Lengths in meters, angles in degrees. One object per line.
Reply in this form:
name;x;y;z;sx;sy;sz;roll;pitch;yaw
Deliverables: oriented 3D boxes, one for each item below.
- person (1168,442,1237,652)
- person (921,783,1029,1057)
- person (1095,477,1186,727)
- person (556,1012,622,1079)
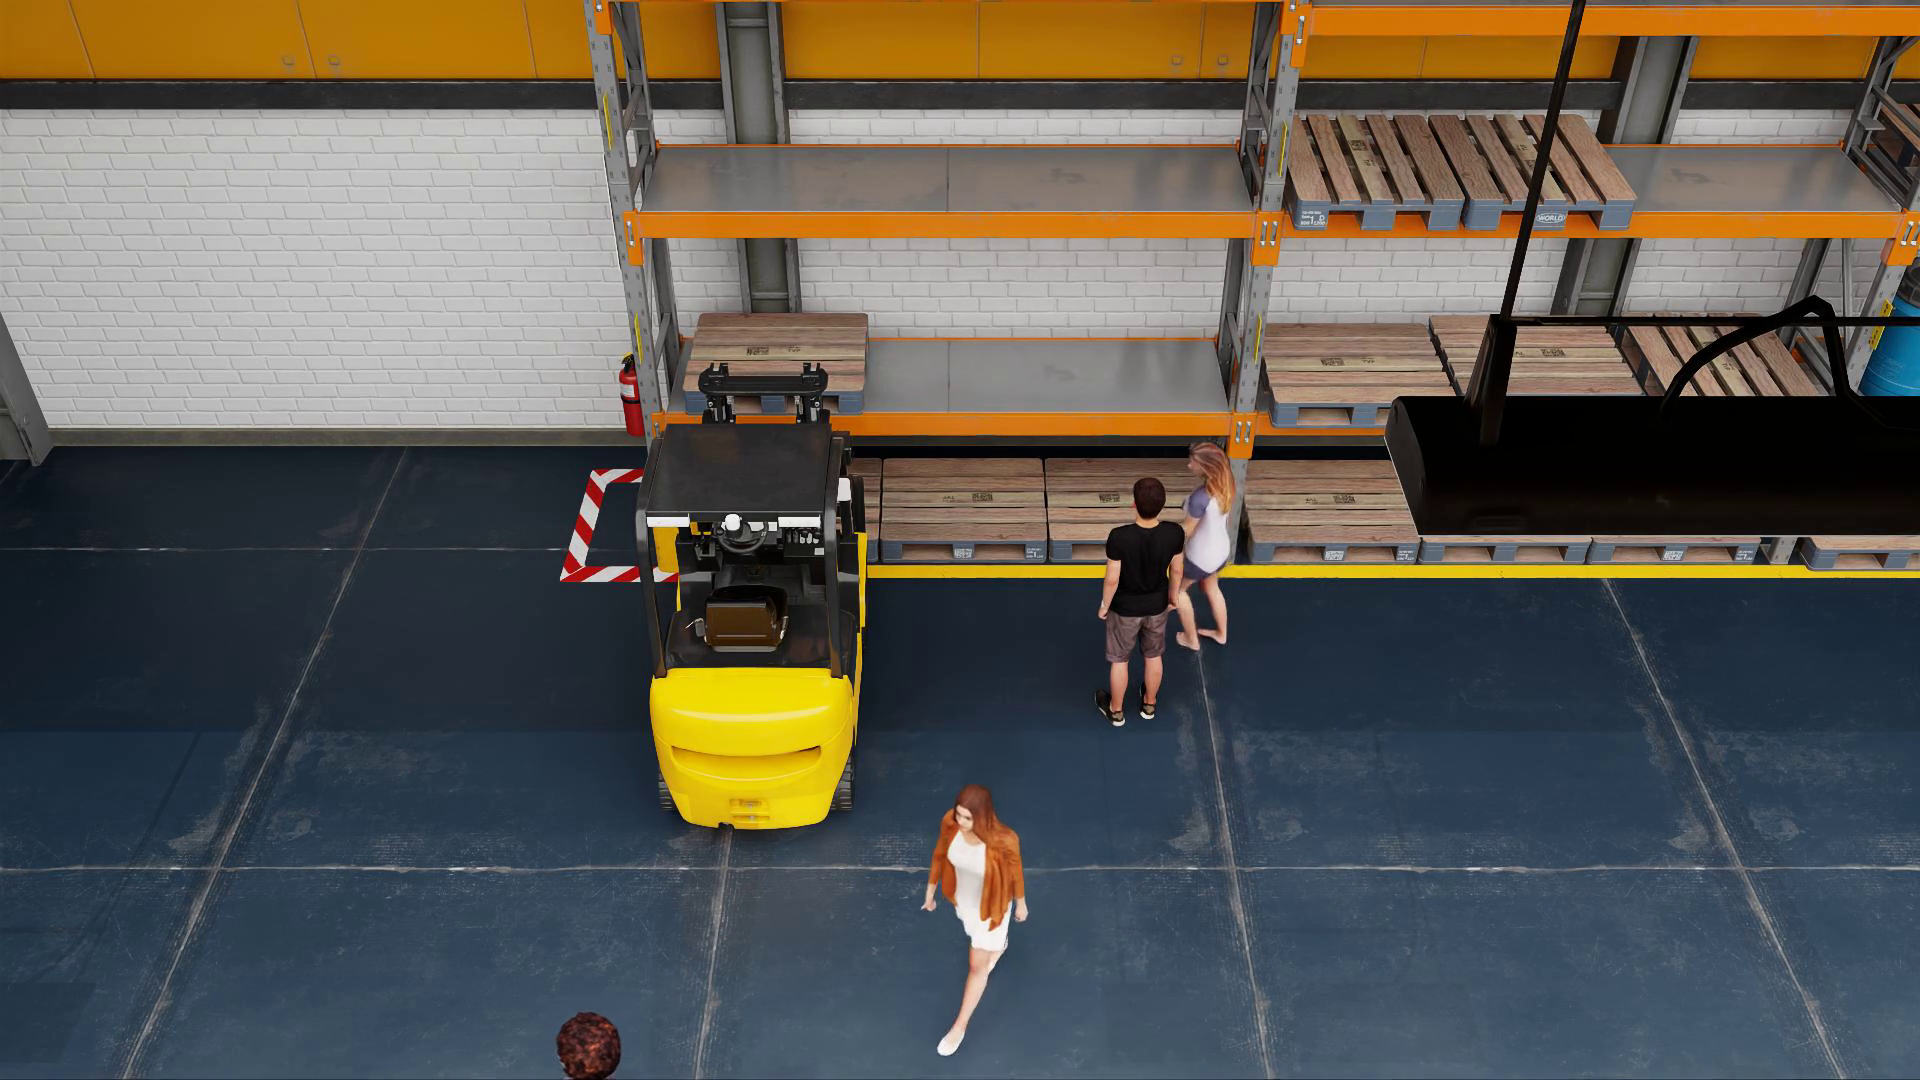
person;1.605;0.118;10.728;0.766;1.699;0.823;-31;48;-33
person;0.146;1.795;8.648;1.150;1.674;1.090;21;43;25
person;1.099;0.388;10.259;0.593;1.862;0.792;-8;39;-10
person;-1.575;2.703;7.482;0.604;1.710;0.639;-10;40;-12
